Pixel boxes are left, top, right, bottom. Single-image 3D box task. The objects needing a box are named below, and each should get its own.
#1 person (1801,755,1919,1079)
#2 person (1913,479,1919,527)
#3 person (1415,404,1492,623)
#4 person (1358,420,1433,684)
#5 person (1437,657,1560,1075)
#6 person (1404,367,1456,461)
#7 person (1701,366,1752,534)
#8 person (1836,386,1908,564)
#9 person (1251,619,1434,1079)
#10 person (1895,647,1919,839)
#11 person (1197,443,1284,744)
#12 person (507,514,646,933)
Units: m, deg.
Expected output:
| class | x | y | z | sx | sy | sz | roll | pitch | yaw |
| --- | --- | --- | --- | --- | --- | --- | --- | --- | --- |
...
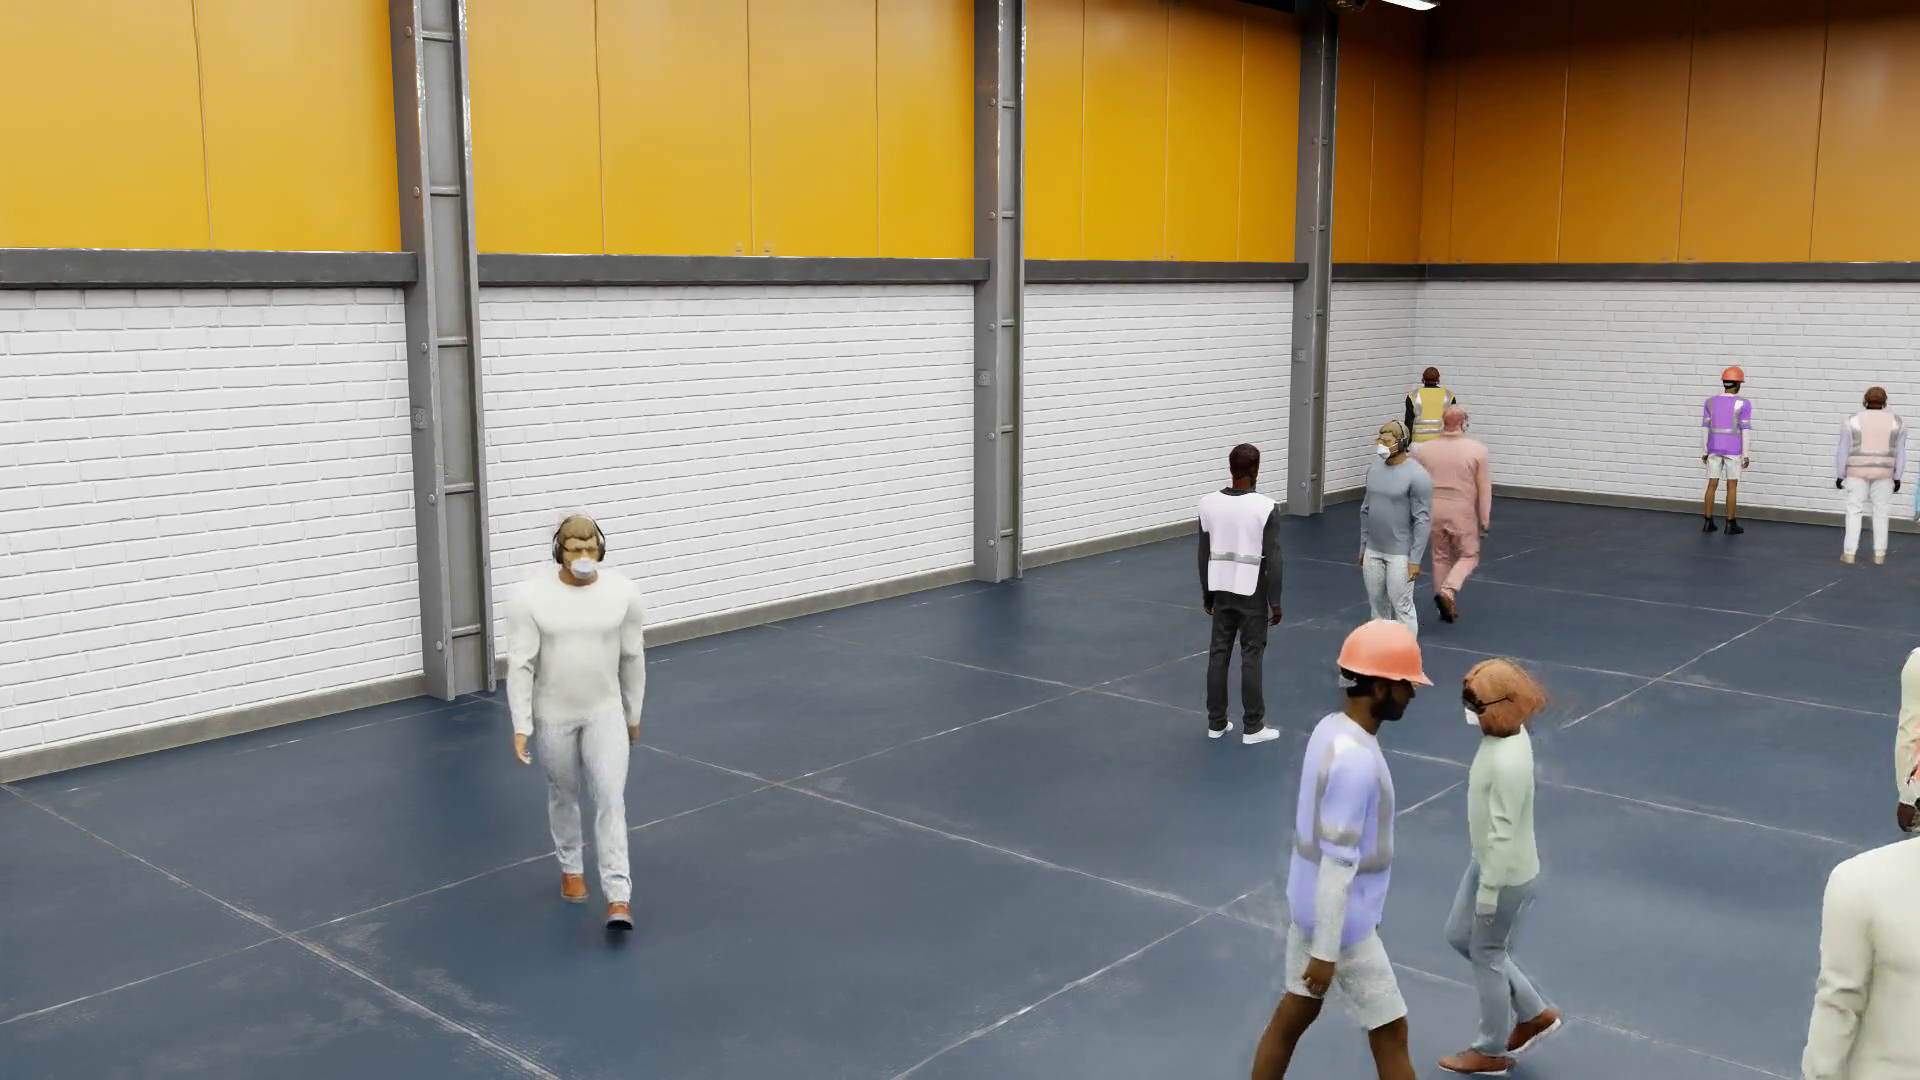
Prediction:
| class | x | y | z | sx | sy | sz | roll | pitch | yaw |
| --- | --- | --- | --- | --- | --- | --- | --- | --- | --- |
| person | 2.387 | 1.351 | 4.131 | 0.624 | 1.966 | 0.872 | 0 | 9 | 1 |
| person | 9.035 | -0.237 | 15.233 | 0.528 | 1.592 | 0.853 | 5 | 10 | 29 |
| person | 4.171 | -0.210 | 14.132 | 0.659 | 1.892 | 0.621 | 8 | 12 | 40 |
| person | 3.126 | 0.098 | 12.063 | 0.372 | 1.940 | 0.627 | -5 | 10 | -29 |
| person | 1.968 | 1.208 | 6.093 | 0.379 | 1.611 | 0.535 | 2 | 9 | 13 |
| person | 5.849 | -1.240 | 20.766 | 0.633 | 1.841 | 0.429 | 1 | 9 | 4 |
| person | 8.856 | -1.038 | 19.204 | 0.377 | 1.932 | 0.552 | -8 | 12 | -41 |
| person | 9.396 | -0.668 | 17.183 | 0.632 | 1.840 | 0.429 | 3 | 10 | 18 |
| person | 1.341 | 1.190 | 5.358 | 0.957 | 1.883 | 0.558 | 0 | 9 | 3 |
| person | 4.056 | 1.013 | 6.648 | 0.592 | 1.833 | 0.404 | 2 | 9 | 10 |
| person | 1.780 | 0.342 | 10.605 | 0.592 | 1.916 | 0.392 | 7 | 11 | 38 |
| person | -1.731 | 0.834 | 7.600 | 0.636 | 1.888 | 1.001 | -2 | 9 | -15 |
